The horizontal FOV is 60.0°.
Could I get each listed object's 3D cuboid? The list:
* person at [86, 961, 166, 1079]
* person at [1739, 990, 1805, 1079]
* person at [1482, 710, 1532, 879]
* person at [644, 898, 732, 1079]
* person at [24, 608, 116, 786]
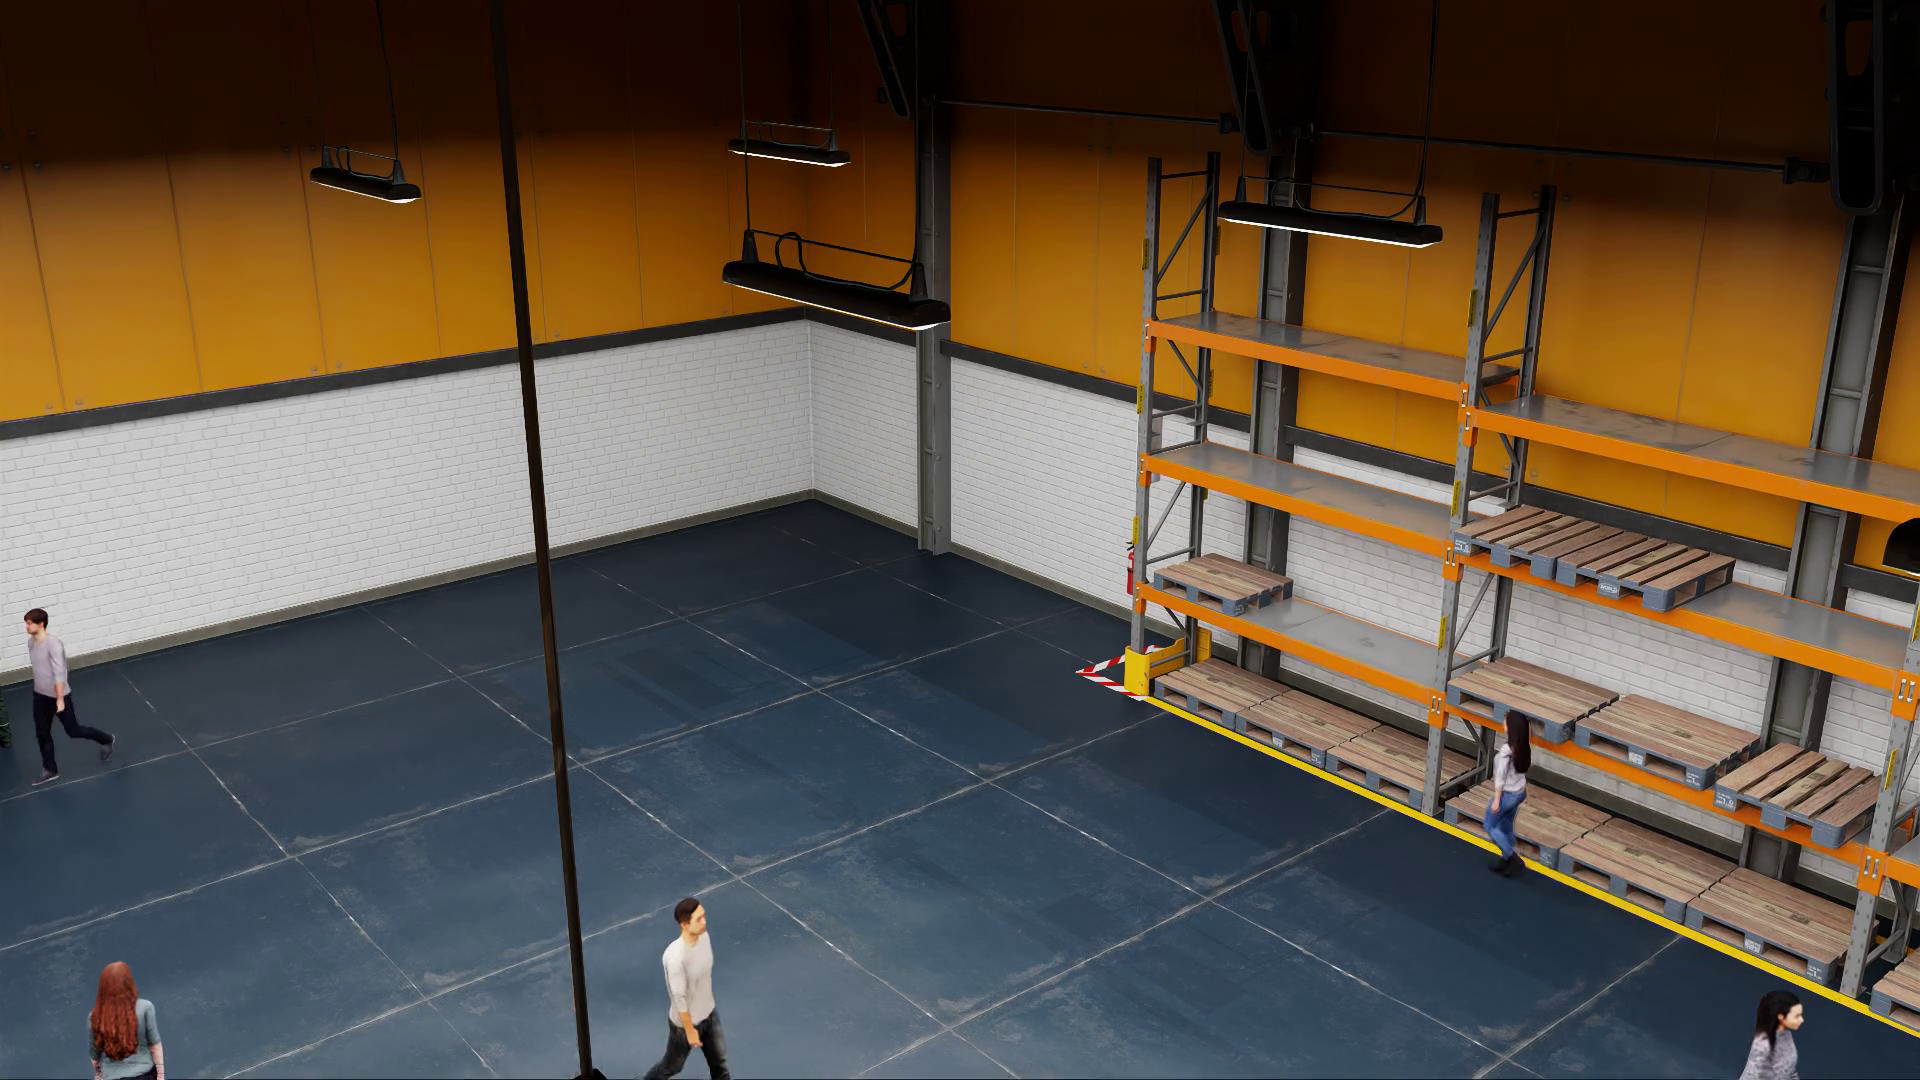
[{"bbox_3d":[-5.412,3.619,10.872,0.709,1.691,1.169,-10,21,-28],"label":"person"},{"bbox_3d":[5.103,3.635,10.808,1.036,1.700,0.744,14,23,35],"label":"person"},{"bbox_3d":[4.968,2.317,14.852,0.629,1.617,0.649,-17,25,-41],"label":"person"},{"bbox_3d":[-1.968,3.323,11.621,1.231,1.774,0.944,9,21,25],"label":"person"},{"bbox_3d":[-9.089,1.542,16.842,1.131,1.817,1.005,9,21,25],"label":"person"}]
